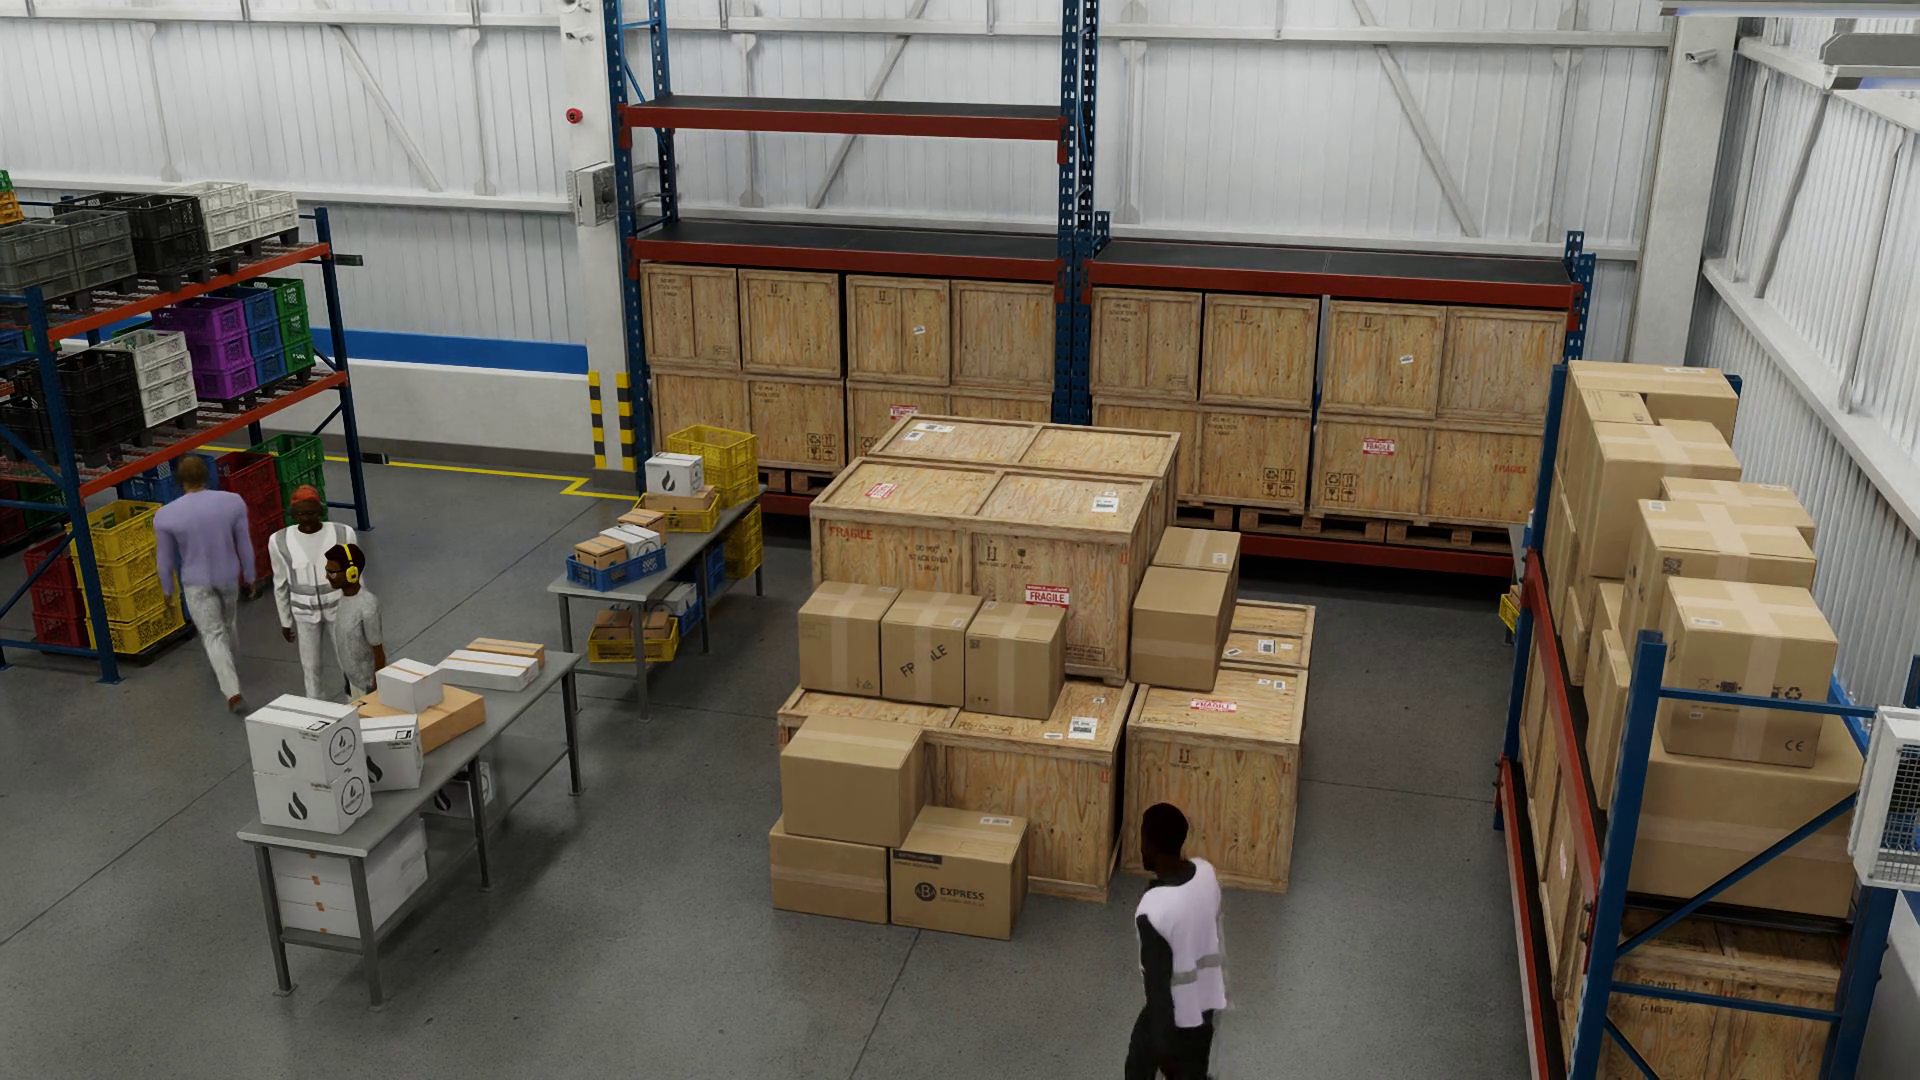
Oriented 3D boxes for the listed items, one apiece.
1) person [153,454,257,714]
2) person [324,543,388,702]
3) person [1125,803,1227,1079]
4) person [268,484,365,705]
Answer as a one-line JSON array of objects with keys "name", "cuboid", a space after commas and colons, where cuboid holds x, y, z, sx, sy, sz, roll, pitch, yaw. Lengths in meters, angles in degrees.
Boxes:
[{"name": "person", "cuboid": [-5.402, 0.292, 11.993, 0.639, 1.911, 0.894, -16, 26, -36]}, {"name": "person", "cuboid": [-3.756, 0.897, 10.437, 0.328, 1.872, 0.510, -17, 27, -37]}, {"name": "person", "cuboid": [1.014, 2.079, 7.363, 0.822, 1.869, 0.601, 18, 27, 39]}, {"name": "person", "cuboid": [-4.385, 0.507, 11.453, 0.579, 1.877, 0.346, -7, 22, -17]}]
